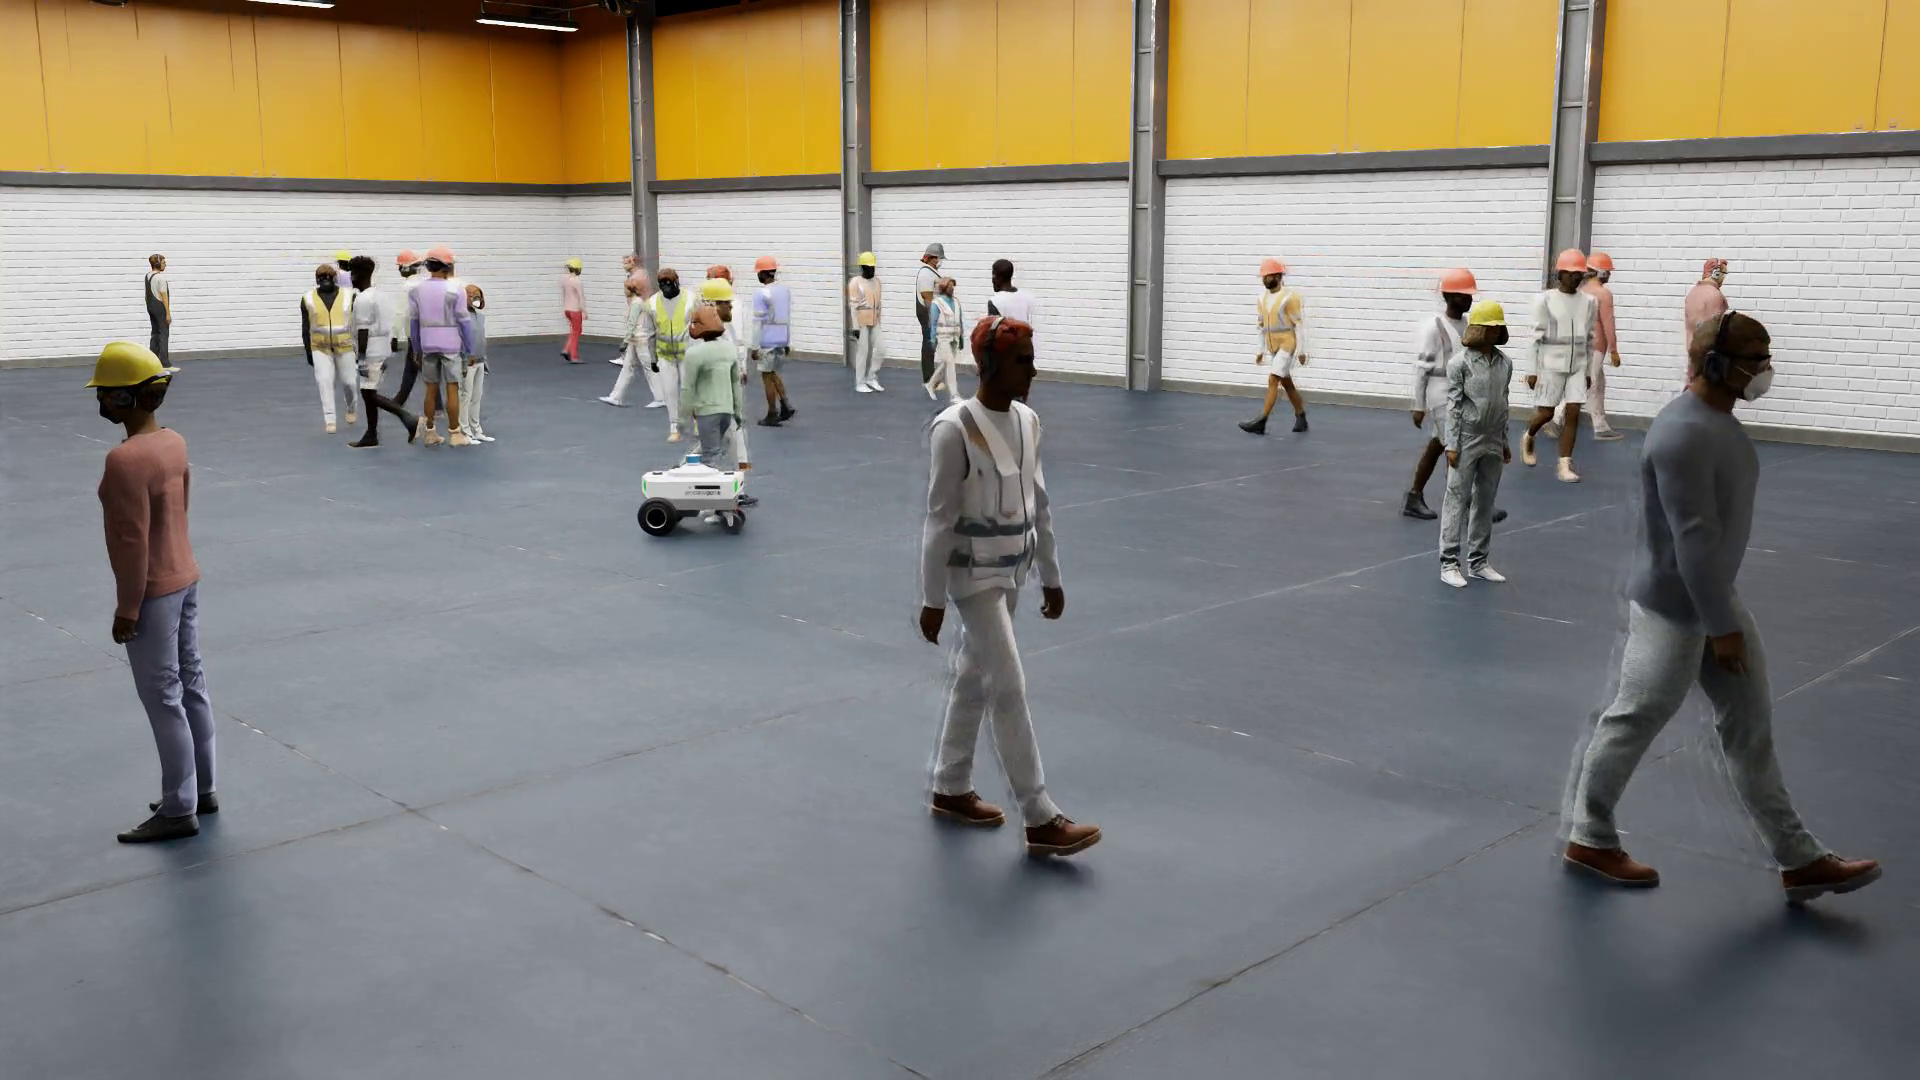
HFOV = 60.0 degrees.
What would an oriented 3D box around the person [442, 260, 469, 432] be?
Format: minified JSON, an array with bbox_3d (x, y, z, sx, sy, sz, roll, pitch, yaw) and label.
[{"bbox_3d":[-5.546,-2.123,18.049,0.585,1.917,0.647,4,11,20],"label":"person"}]

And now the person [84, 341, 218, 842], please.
[{"bbox_3d":[-2.875,0.182,5.901,0.310,1.768,0.533,-1,10,-6],"label":"person"}]

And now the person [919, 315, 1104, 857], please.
[{"bbox_3d":[0.212,0.161,5.777,0.851,1.849,0.610,6,12,31],"label":"person"}]

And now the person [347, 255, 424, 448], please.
[{"bbox_3d":[-5.756,-1.848,16.512,0.732,1.945,0.607,0,10,-2],"label":"person"}]

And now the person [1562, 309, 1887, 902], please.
[{"bbox_3d":[2.423,0.239,5.238,0.965,1.894,0.645,9,14,41],"label":"person"}]

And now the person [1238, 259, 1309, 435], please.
[{"bbox_3d":[3.464,-2.073,17.907,0.938,1.886,0.552,-6,12,-28],"label":"person"}]

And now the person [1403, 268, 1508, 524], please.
[{"bbox_3d":[3.658,-1.037,12.216,0.565,1.882,0.975,-8,13,-36],"label":"person"}]

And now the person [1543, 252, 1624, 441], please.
[{"bbox_3d":[6.469,-1.986,17.190,0.929,1.968,0.619,-1,10,-5],"label":"person"}]

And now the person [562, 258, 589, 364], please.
[{"bbox_3d":[-6.374,-3.794,27.614,0.365,1.752,0.538,-9,14,-41],"label":"person"}]

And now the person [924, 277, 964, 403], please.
[{"bbox_3d":[-0.199,-2.565,21.296,0.761,1.611,0.523,9,14,41],"label":"person"}]

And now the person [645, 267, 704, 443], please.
[{"bbox_3d":[-2.908,-1.899,17.139,0.645,1.813,0.537,1,10,7],"label":"person"}]

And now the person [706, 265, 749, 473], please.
[{"bbox_3d":[-2.228,-1.524,14.949,0.766,1.857,0.594,3,11,16],"label":"person"}]

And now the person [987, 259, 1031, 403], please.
[{"bbox_3d":[0.474,-1.772,16.169,0.474,1.903,0.627,8,13,36],"label":"person"}]

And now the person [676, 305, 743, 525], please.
[{"bbox_3d":[-1.895,-0.920,12.297,0.582,1.610,0.531,7,13,35],"label":"person"}]

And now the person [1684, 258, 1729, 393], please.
[{"bbox_3d":[7.660,-1.927,17.034,0.409,1.903,0.639,0,10,0],"label":"person"}]

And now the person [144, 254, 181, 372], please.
[{"bbox_3d":[-12.463,-3.524,25.896,0.514,1.844,0.327,7,13,34],"label":"person"}]

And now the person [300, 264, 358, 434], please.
[{"bbox_3d":[-6.826,-2.090,18.123,0.626,1.829,0.667,-3,11,-17],"label":"person"}]

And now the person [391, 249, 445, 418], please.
[{"bbox_3d":[-6.479,-2.396,19.430,0.962,1.951,0.652,1,10,7],"label":"person"}]

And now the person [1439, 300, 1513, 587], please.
[{"bbox_3d":[3.176,-0.587,10.157,0.493,1.743,0.295,-5,12,-26],"label":"person"}]

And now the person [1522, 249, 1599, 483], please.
[{"bbox_3d":[5.249,-1.535,14.579,0.618,2.020,0.803,-1,10,-6],"label":"person"}]

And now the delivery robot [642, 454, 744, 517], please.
[{"bbox_3d":[-1.918,-0.375,11.988,0.707,0.478,0.477,0,10,-1],"label":"delivery robot"}]

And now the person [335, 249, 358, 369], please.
[{"bbox_3d":[-9.792,-3.660,26.452,0.470,1.912,0.595,-7,13,-34],"label":"person"}]

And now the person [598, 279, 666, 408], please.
[{"bbox_3d":[-4.048,-2.410,20.509,0.835,1.594,0.515,-3,11,-16],"label":"person"}]

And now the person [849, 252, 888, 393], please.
[{"bbox_3d":[-1.223,-2.932,22.491,0.514,1.905,0.607,9,14,41],"label":"person"}]

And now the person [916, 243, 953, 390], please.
[{"bbox_3d":[-0.343,-3.107,23.084,0.535,2.000,0.674,0,10,0],"label":"person"}]

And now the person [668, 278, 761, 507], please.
[{"bbox_3d":[-1.967,-1.162,13.129,0.775,1.807,0.599,3,11,15],"label":"person"}]

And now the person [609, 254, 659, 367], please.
[{"bbox_3d":[-5.181,-3.676,26.777,1.031,1.828,0.653,-3,11,-14],"label":"person"}]

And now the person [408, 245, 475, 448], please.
[{"bbox_3d":[-5.211,-1.937,16.720,0.625,2.038,0.393,2,11,10],"label":"person"}]

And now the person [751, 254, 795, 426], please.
[{"bbox_3d":[-2.133,-2.221,18.587,0.402,1.918,0.561,7,12,33],"label":"person"}]

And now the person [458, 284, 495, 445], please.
[{"bbox_3d":[-4.995,-1.800,17.069,0.282,1.633,0.498,3,11,14],"label":"person"}]
